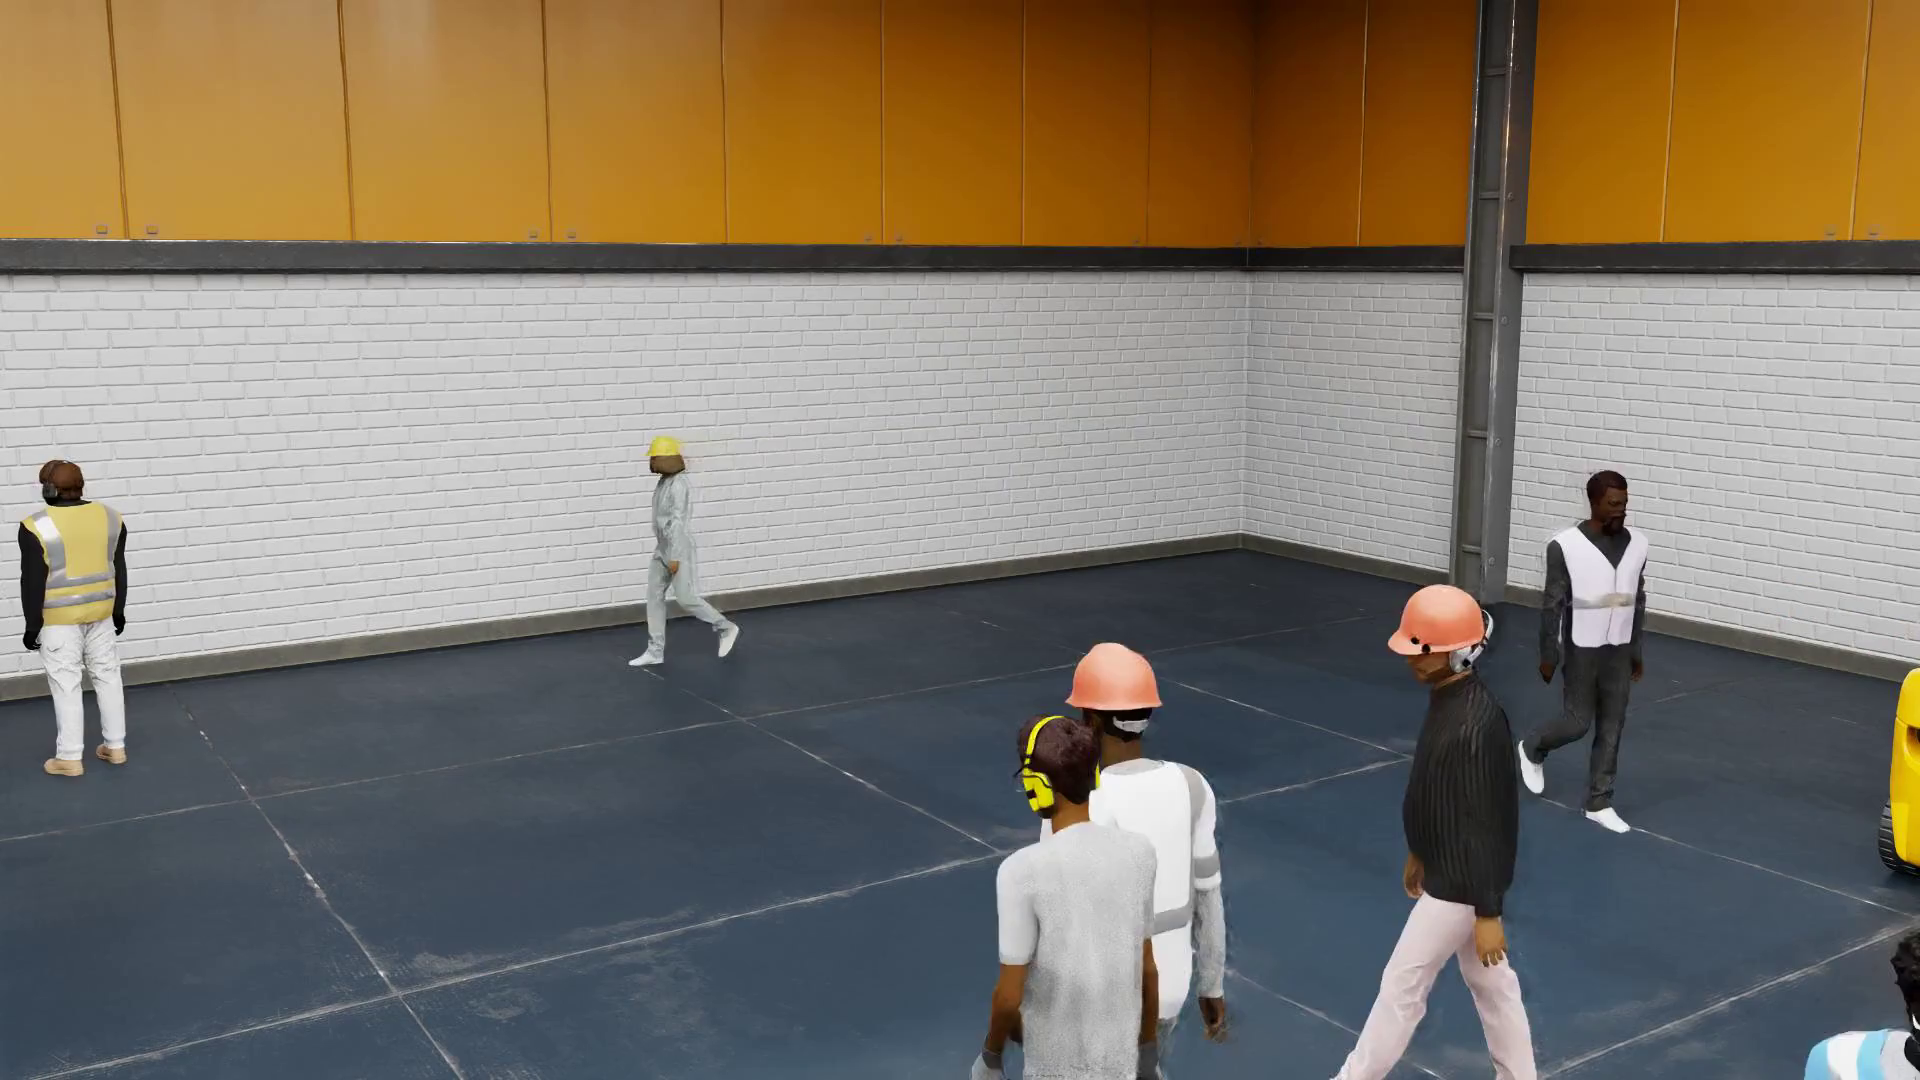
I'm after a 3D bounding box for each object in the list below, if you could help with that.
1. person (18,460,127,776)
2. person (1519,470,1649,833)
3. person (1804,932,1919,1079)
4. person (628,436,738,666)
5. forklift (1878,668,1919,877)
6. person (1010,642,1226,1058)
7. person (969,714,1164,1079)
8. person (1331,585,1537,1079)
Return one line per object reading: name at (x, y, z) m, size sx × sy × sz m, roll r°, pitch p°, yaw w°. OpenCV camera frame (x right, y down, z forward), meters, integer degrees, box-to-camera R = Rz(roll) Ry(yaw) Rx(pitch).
person at (-5.176, 0.447, 9.715) m, size 0.429 × 1.841 × 0.636 m, roll 5°, pitch 11°, yaw 30°
person at (3.346, 0.558, 8.874) m, size 0.595 × 1.902 × 0.668 m, roll -3°, pitch 10°, yaw -18°
person at (1.992, 1.583, 3.443) m, size 0.538 × 1.634 × 0.849 m, roll 9°, pitch 13°, yaw 44°
person at (-2.064, 0.073, 12.331) m, size 0.758 × 1.719 × 0.487 m, roll -6°, pitch 11°, yaw -31°
forklift at (5.511, 0.571, 7.906) m, size 2.313 × 2.155 × 1.214 m, roll -6°, pitch 11°, yaw -33°
person at (0.445, 1.245, 4.698) m, size 0.577 × 1.913 × 0.550 m, roll -7°, pitch 12°, yaw -36°
person at (0.332, 1.371, 4.229) m, size 0.501 × 1.843 × 0.603 m, roll -6°, pitch 11°, yaw -32°
person at (1.502, 1.095, 5.496) m, size 1.016 × 1.937 × 0.657 m, roll 2°, pitch 10°, yaw 12°
